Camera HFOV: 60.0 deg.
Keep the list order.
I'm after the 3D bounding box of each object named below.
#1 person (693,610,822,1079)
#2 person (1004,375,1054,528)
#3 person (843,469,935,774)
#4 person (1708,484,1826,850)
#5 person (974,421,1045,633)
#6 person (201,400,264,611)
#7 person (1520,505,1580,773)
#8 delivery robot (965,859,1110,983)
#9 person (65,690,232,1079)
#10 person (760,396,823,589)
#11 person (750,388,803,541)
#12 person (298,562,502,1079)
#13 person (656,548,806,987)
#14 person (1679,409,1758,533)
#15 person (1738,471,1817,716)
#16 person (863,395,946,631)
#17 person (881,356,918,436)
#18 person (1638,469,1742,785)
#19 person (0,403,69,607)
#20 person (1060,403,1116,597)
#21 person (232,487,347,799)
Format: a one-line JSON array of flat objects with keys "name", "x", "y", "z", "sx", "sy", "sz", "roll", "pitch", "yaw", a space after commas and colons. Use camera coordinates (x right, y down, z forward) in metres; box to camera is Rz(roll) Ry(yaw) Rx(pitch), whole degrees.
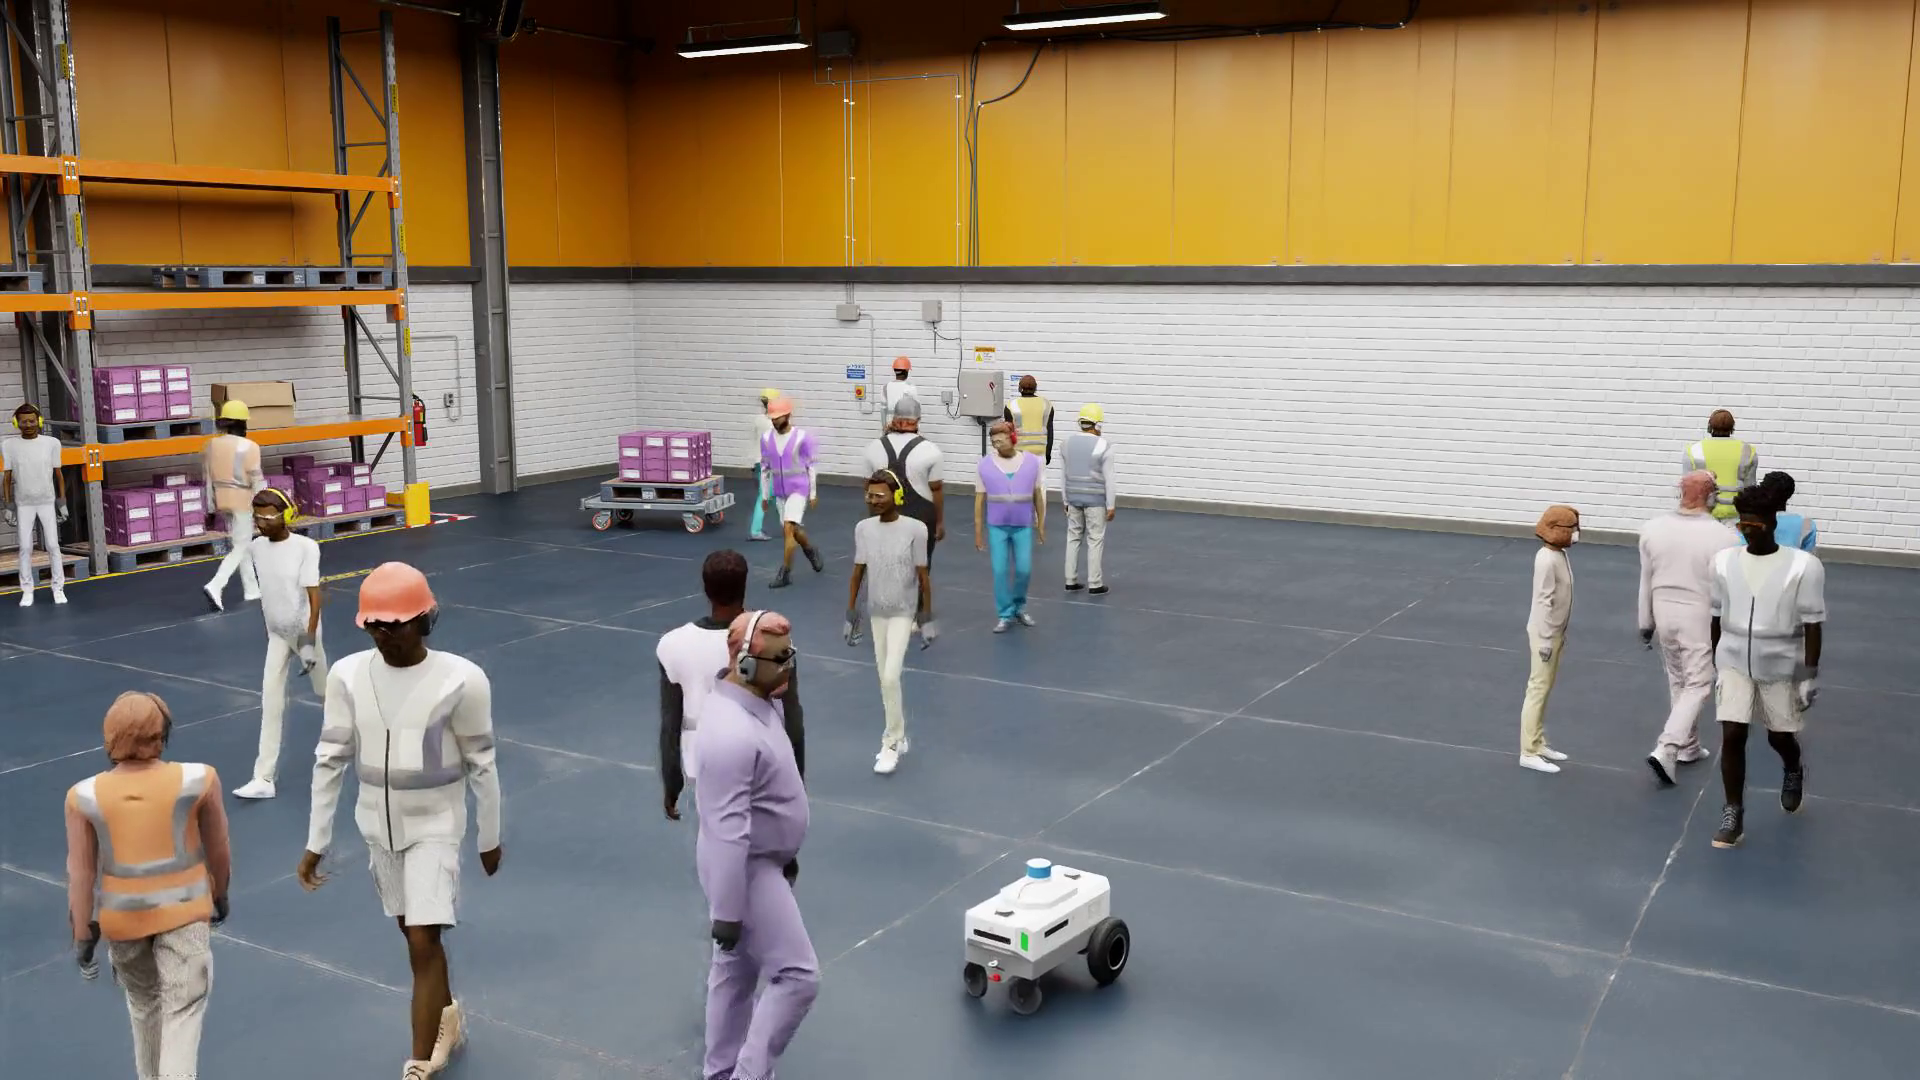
[{"name": "person", "x": -0.701, "y": 1.163, "z": 5.833, "sx": 0.508, "sy": 1.884, "sz": 0.656, "roll": -1, "pitch": 9, "yaw": -9}, {"name": "person", "x": 0.799, "y": -1.035, "z": 19.705, "sx": 0.627, "sy": 1.844, "sz": 0.429, "roll": -3, "pitch": 9, "yaw": -16}, {"name": "person", "x": -0.479, "y": 0.493, "z": 10.153, "sx": 0.551, "sy": 1.844, "sz": 0.721, "roll": 5, "pitch": 10, "yaw": 28}, {"name": "person", "x": 4.318, "y": 0.648, "z": 8.917, "sx": 0.619, "sy": 1.931, "sz": 0.824, "roll": 8, "pitch": 12, "yaw": 41}, {"name": "person", "x": 0.414, "y": -0.115, "z": 14.075, "sx": 0.610, "sy": 1.809, "sz": 0.538, "roll": -1, "pitch": 9, "yaw": -4}, {"name": "person", "x": -6.621, "y": -0.322, "z": 15.109, "sx": 0.595, "sy": 1.900, "sz": 0.865, "roll": 4, "pitch": 10, "yaw": 21}, {"name": "person", "x": 3.623, "y": 0.590, "z": 10.206, "sx": 0.266, "sy": 1.631, "sz": 0.507, "roll": 5, "pitch": 10, "yaw": 28}, {"name": "delivery robot", "x": 0.332, "y": 1.592, "z": 7.019, "sx": 0.477, "sy": 0.478, "sz": 0.707, "roll": 7, "pitch": 11, "yaw": 35}, {"name": "person", "x": -2.794, "y": 1.320, "z": 5.742, "sx": 0.494, "sy": 1.600, "sz": 0.800, "roll": -2, "pitch": 9, "yaw": -13}, {"name": "person", "x": -1.632, "y": -0.505, "z": 16.347, "sx": 0.558, "sy": 1.879, "sz": 0.941, "roll": 4, "pitch": 10, "yaw": 24}, {"name": "person", "x": -2.080, "y": -0.863, "z": 18.986, "sx": 0.873, "sy": 1.717, "sz": 0.560, "roll": -7, "pitch": 11, "yaw": -37}, {"name": "person", "x": -2.037, "y": 1.081, "z": 5.975, "sx": 0.615, "sy": 1.997, "sz": 0.958, "roll": 2, "pitch": 9, "yaw": 12}, {"name": "person", "x": -0.969, "y": 0.981, "z": 6.999, "sx": 0.601, "sy": 1.895, "sz": 0.896, "roll": 1, "pitch": 9, "yaw": 8}, {"name": "person", "x": 6.680, "y": -0.234, "z": 14.698, "sx": 0.625, "sy": 1.846, "sz": 0.429, "roll": 3, "pitch": 9, "yaw": 16}, {"name": "person", "x": 5.556, "y": 0.372, "z": 11.382, "sx": 0.532, "sy": 1.693, "sz": 0.319, "roll": 1, "pitch": 9, "yaw": 3}, {"name": "person", "x": -0.446, "y": -0.219, "z": 13.986, "sx": 0.687, "sy": 2.000, "sz": 0.635, "roll": 3, "pitch": 10, "yaw": 20}, {"name": "person", "x": -0.783, "y": -1.489, "z": 22.238, "sx": 0.551, "sy": 1.934, "sz": 0.373, "roll": 5, "pitch": 10, "yaw": 27}, {"name": "person", "x": 4.375, "y": 0.506, "z": 9.994, "sx": 0.882, "sy": 1.875, "sz": 0.655, "roll": -6, "pitch": 11, "yaw": -33}, {"name": "person", "x": -8.446, "y": -0.322, "z": 15.199, "sx": 0.514, "sy": 1.862, "sz": 0.325, "roll": -5, "pitch": 10, "yaw": -28}, {"name": "person", "x": 1.217, "y": -0.378, "z": 15.674, "sx": 0.588, "sy": 1.824, "sz": 0.404, "roll": 6, "pitch": 11, "yaw": 35}, {"name": "person", "x": -3.916, "y": 0.575, "z": 9.784, "sx": 0.538, "sy": 1.806, "sz": 1.021, "roll": 2, "pitch": 9, "yaw": 13}]
